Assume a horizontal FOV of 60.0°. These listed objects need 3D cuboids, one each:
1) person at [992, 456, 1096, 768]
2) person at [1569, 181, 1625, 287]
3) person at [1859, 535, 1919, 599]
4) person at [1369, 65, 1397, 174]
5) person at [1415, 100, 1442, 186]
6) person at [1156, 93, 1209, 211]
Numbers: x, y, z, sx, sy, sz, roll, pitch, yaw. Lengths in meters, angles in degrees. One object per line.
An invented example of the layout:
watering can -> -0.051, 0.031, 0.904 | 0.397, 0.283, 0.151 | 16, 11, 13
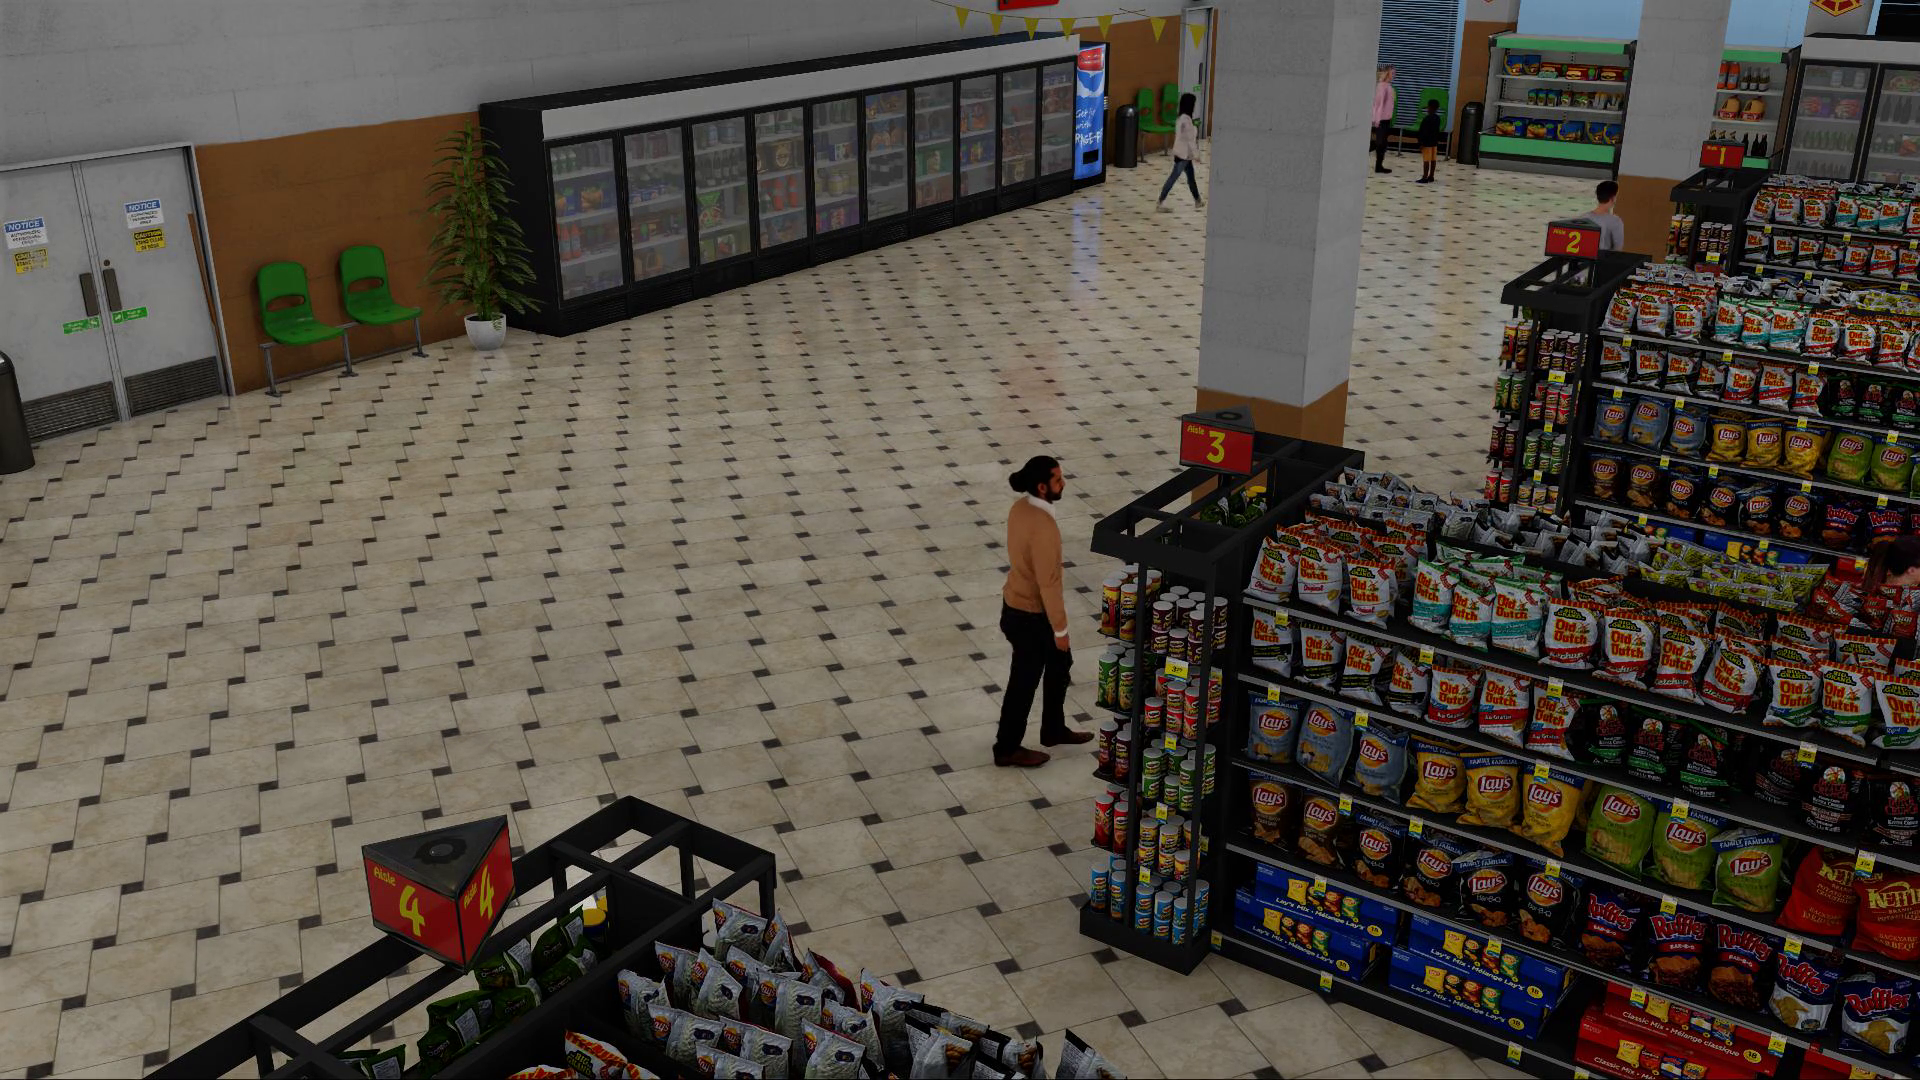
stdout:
person -> 0.302, 0.395, 8.704 | 0.987, 1.737, 0.920 | -2, 22, -5
person -> 5.884, -2.403, 15.565 | 0.955, 1.813, 1.150 | -14, 26, -32
person -> 4.331, 0.747, 8.053 | 1.104, 1.569, 0.920 | 0, 22, 1
person -> 6.596, -6.661, 26.352 | 0.881, 1.671, 0.662 | 12, 25, 27
person -> 7.225, -6.118, 25.545 | 0.578, 1.266, 0.603 | -16, 27, -34
person -> 3.060, -5.401, 23.317 | 1.141, 1.598, 1.046 | -2, 22, -6
